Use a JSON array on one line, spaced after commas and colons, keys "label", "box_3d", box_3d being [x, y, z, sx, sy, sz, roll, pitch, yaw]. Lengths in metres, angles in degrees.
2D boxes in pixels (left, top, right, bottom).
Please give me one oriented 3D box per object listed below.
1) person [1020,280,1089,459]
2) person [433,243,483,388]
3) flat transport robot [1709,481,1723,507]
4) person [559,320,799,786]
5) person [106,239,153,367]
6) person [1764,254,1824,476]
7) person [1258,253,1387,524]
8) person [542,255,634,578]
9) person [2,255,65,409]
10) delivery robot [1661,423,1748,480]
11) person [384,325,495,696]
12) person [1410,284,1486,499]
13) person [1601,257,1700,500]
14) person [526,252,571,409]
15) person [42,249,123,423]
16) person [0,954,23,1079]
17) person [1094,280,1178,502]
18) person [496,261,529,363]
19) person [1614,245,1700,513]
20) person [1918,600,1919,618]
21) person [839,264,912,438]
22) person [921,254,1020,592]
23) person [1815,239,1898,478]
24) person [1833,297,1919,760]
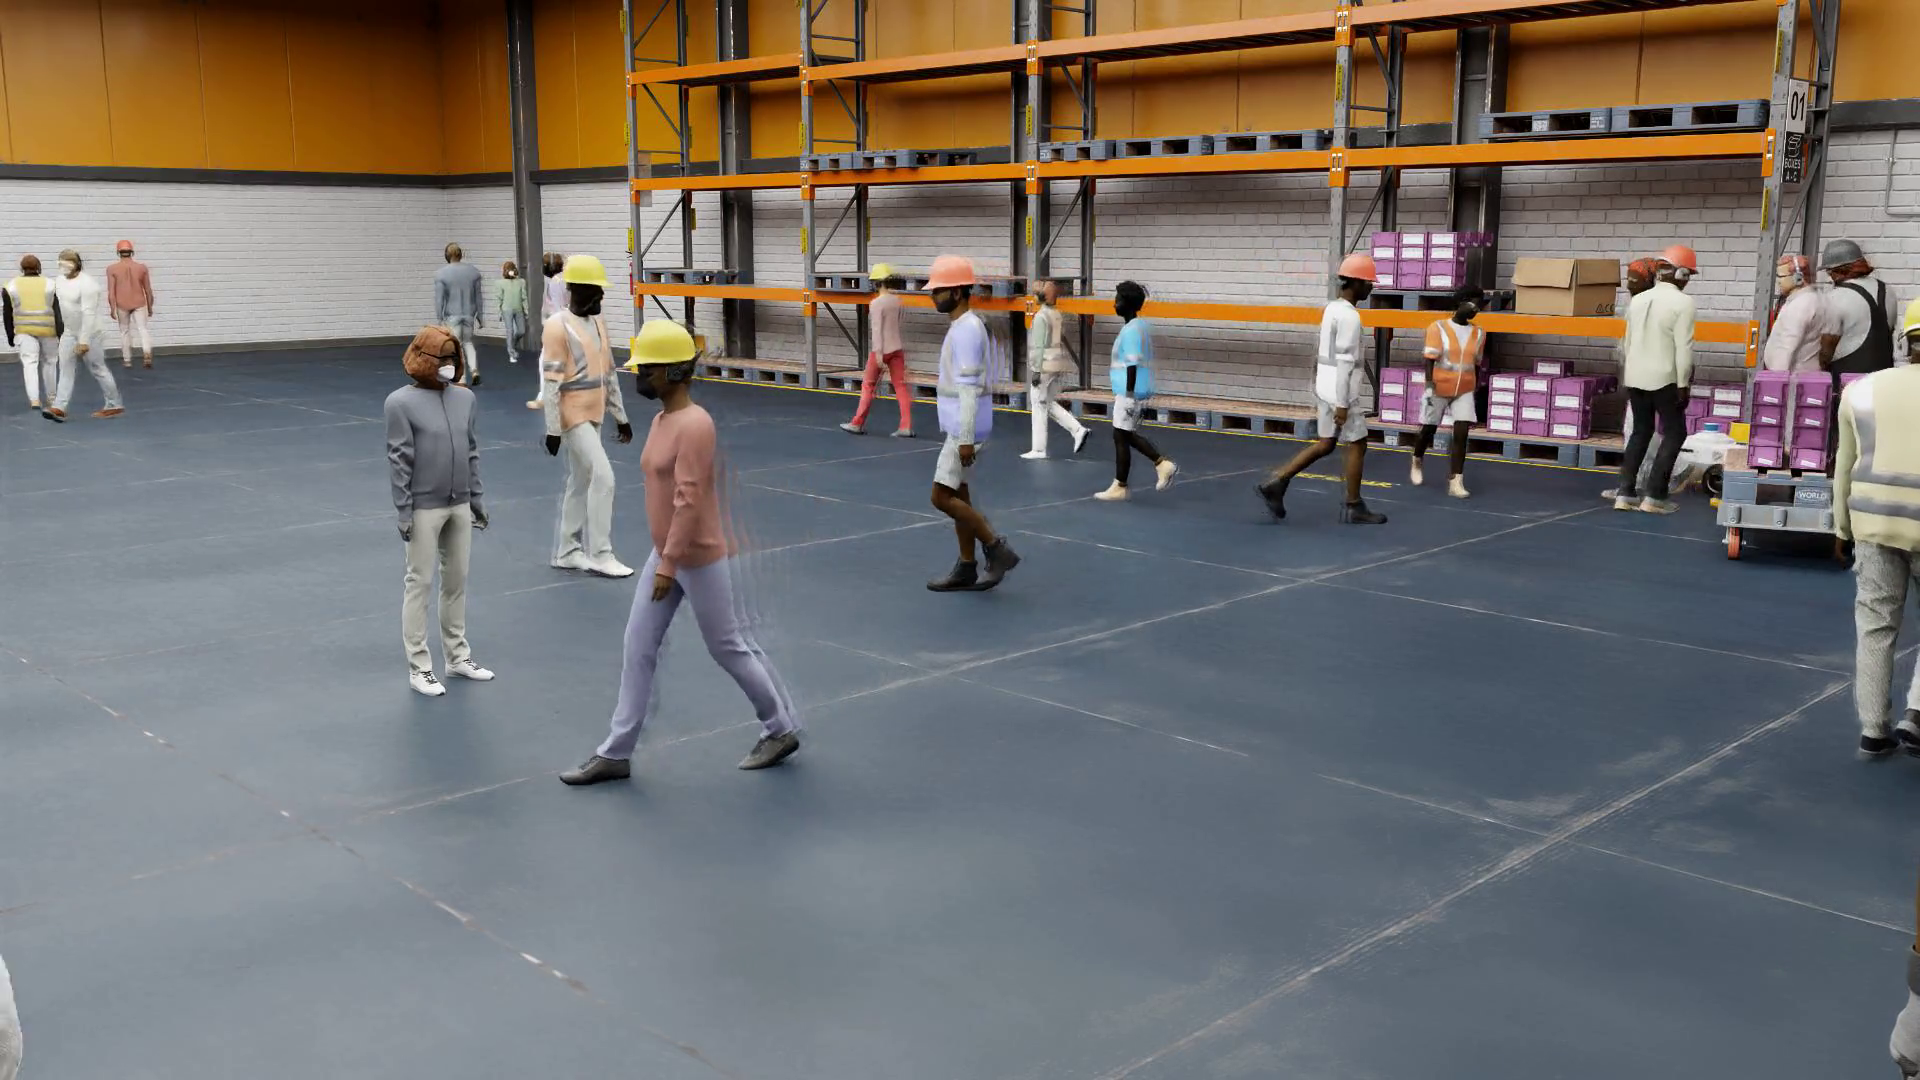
[{"label": "person", "box_3d": [0.843, -1.524, 14.973, 0.538, 1.628, 0.515, 5, 11, 24]}, {"label": "person", "box_3d": [-6.589, -2.931, 21.851, 0.647, 1.919, 0.429, -9, 14, -39]}, {"label": "flat transport robot", "box_3d": [6.256, -0.294, 11.978, 1.431, 0.197, 0.652, 9, 14, 41]}, {"label": "person", "box_3d": [-1.016, 0.050, 6.156, 0.891, 1.725, 0.526, -6, 12, -31]}, {"label": "person", "box_3d": [-12.695, -3.618, 25.480, 0.639, 1.968, 0.891, -7, 13, -35]}, {"label": "person", "box_3d": [6.140, -1.159, 12.289, 0.439, 1.883, 0.677, 6, 12, 31]}, {"label": "person", "box_3d": [2.559, -1.037, 11.591, 0.856, 1.902, 0.598, 0, 10, -2]}, {"label": "person", "box_3d": [-2.149, -0.726, 9.874, 0.702, 1.904, 0.604, 2, 11, 12]}, {"label": "person", "box_3d": [-10.866, -2.441, 19.540, 0.641, 1.798, 0.950, -5, 11, -24]}, {"label": "delivery robot", "box_3d": [5.864, -0.675, 13.021, 0.477, 0.478, 0.707, -7, 13, -33]}, {"label": "person", "box_3d": [-2.319, -0.139, 7.417, 0.289, 1.633, 0.497, 6, 12, 29]}, {"label": "person", "box_3d": [3.839, -1.192, 13.091, 0.540, 1.652, 0.835, -1, 10, -7]}, {"label": "person", "box_3d": [5.243, -1.194, 12.536, 0.560, 1.863, 0.626, 3, 11, 16]}, {"label": "person", "box_3d": [-4.750, -2.426, 19.382, 0.780, 1.813, 0.642, 1, 10, 4]}, {"label": "person", "box_3d": [-9.577, -2.200, 18.008, 0.697, 1.867, 0.995, 5, 11, 25]}, {"label": "person", "box_3d": [-1.871, 0.533, 2.933, 0.570, 1.926, 0.662, -8, 13, -36]}, {"label": "person", "box_3d": [1.333, -1.121, 12.608, 0.549, 1.684, 0.545, 2, 11, 10]}, {"label": "person", "box_3d": [-7.175, -3.654, 26.623, 0.515, 1.616, 0.459, -7, 12, -33]}, {"label": "person", "box_3d": [5.077, -1.153, 12.144, 0.545, 1.972, 0.633, -4, 11, -20]}, {"label": "person", "box_3d": [5.271, -0.491, 8.627, 0.865, 1.885, 0.628, -8, 13, -38]}, {"label": "person", "box_3d": [-0.827, -1.897, 16.744, 0.864, 1.731, 0.533, 7, 13, 35]}, {"label": "person", "box_3d": [0.012, -0.628, 9.307, 0.462, 1.917, 0.561, 0, 10, 0]}, {"label": "person", "box_3d": [6.552, -1.237, 12.289, 0.716, 2.000, 0.545, -5, 11, -23]}, {"label": "person", "box_3d": [3.639, -0.039, 6.354, 0.592, 1.819, 0.409, 9, 14, 41]}]
